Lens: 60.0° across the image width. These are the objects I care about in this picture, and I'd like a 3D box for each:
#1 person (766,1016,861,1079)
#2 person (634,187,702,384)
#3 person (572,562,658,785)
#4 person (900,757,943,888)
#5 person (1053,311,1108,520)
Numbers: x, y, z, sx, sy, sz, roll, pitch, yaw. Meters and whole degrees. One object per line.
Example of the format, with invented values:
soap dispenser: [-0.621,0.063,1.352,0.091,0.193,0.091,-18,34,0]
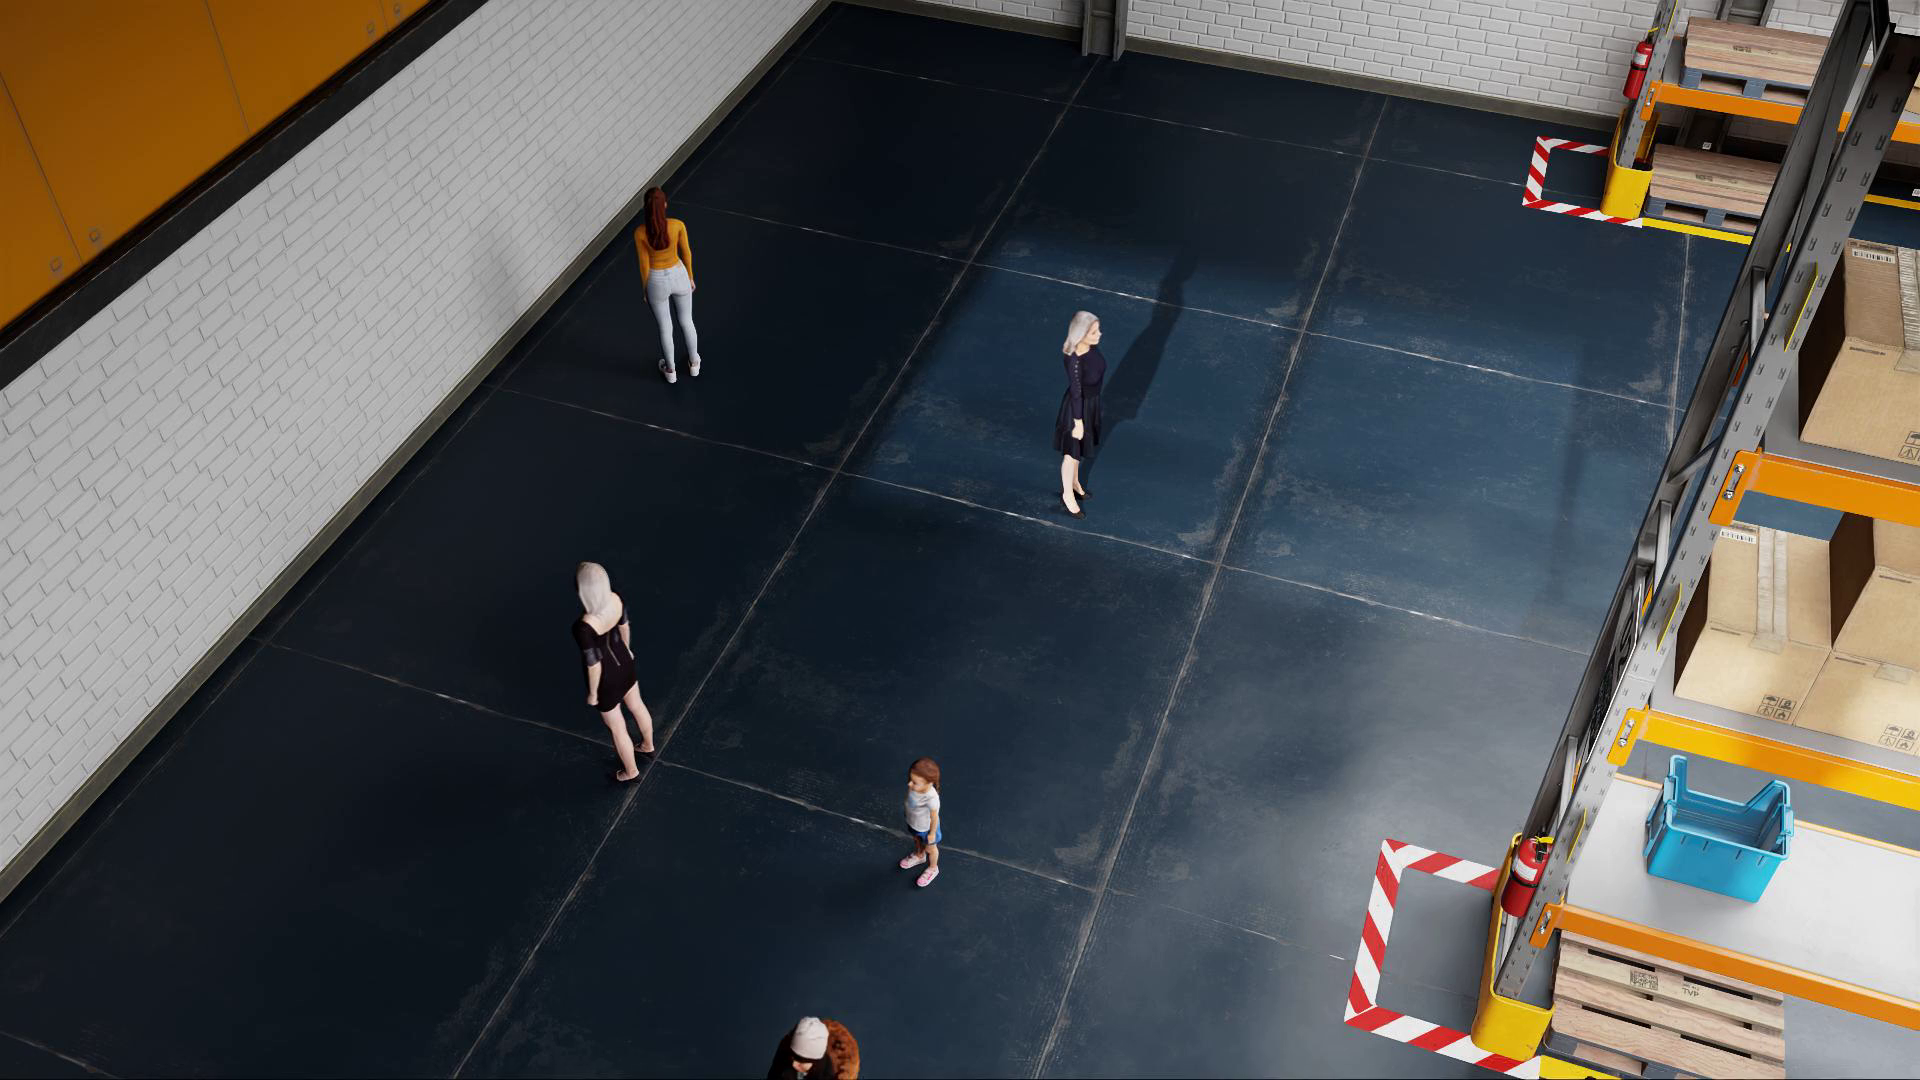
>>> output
person: [-0.659,2.755,8.154,0.974,1.609,0.917,33,52,30]
person: [-2.287,-2.000,13.042,0.674,1.751,0.742,-15,46,-15]
person: [-2.104,0.807,10.039,0.530,1.829,0.605,18,47,18]
person: [-0.214,1.632,9.760,0.546,1.019,0.468,-27,50,-26]
person: [0.864,-0.911,11.902,0.563,1.747,0.600,12,45,12]
